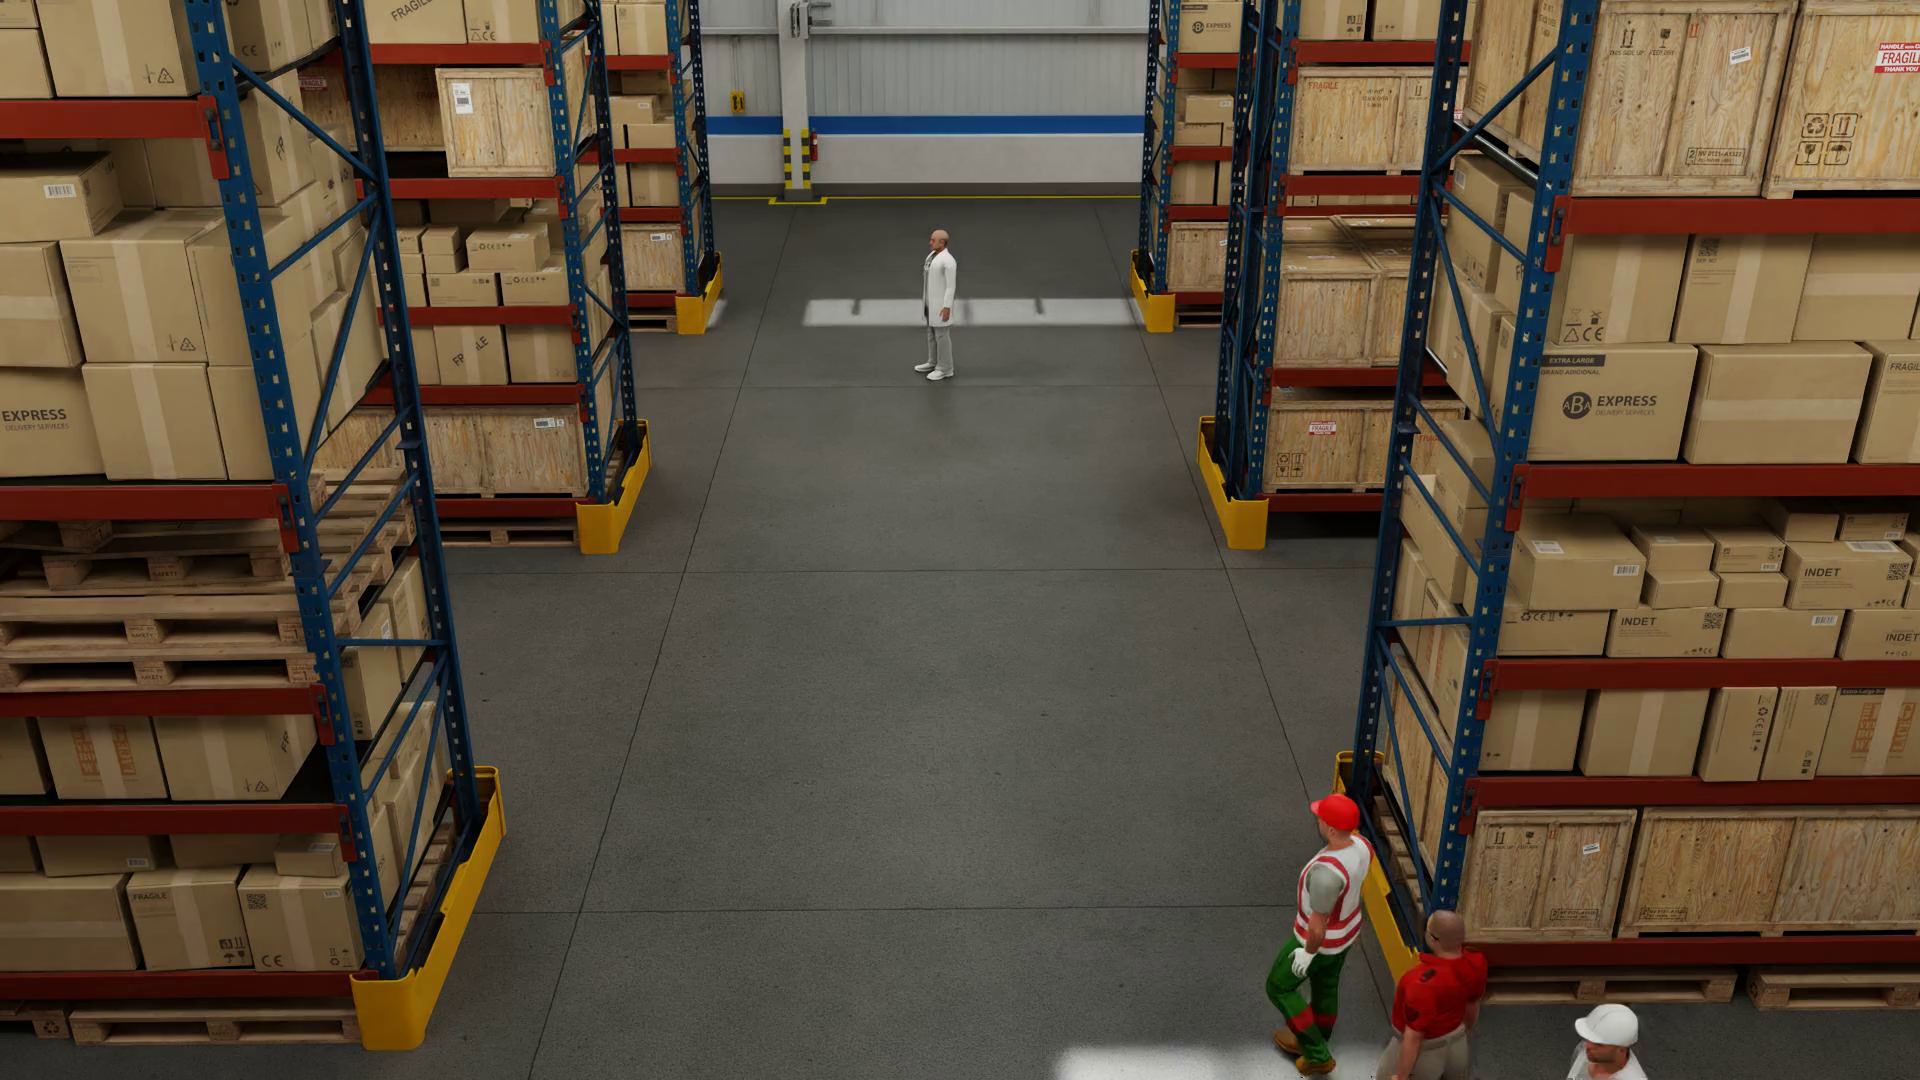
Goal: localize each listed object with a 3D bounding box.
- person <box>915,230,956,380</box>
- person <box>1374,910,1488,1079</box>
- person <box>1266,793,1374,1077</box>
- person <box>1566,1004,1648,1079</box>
[{"bbox_3d":[-0.292,-2.823,19.895,0.380,1.783,0.568,-11,27,-23],"label":"person"},{"bbox_3d":[2.361,2.588,8.420,0.562,1.738,0.799,-14,28,-27],"label":"person"},{"bbox_3d":[2.007,2.176,9.178,0.485,1.793,0.546,21,32,37],"label":"person"},{"bbox_3d":[2.818,2.868,7.670,0.743,1.773,0.567,1,25,2],"label":"person"}]
